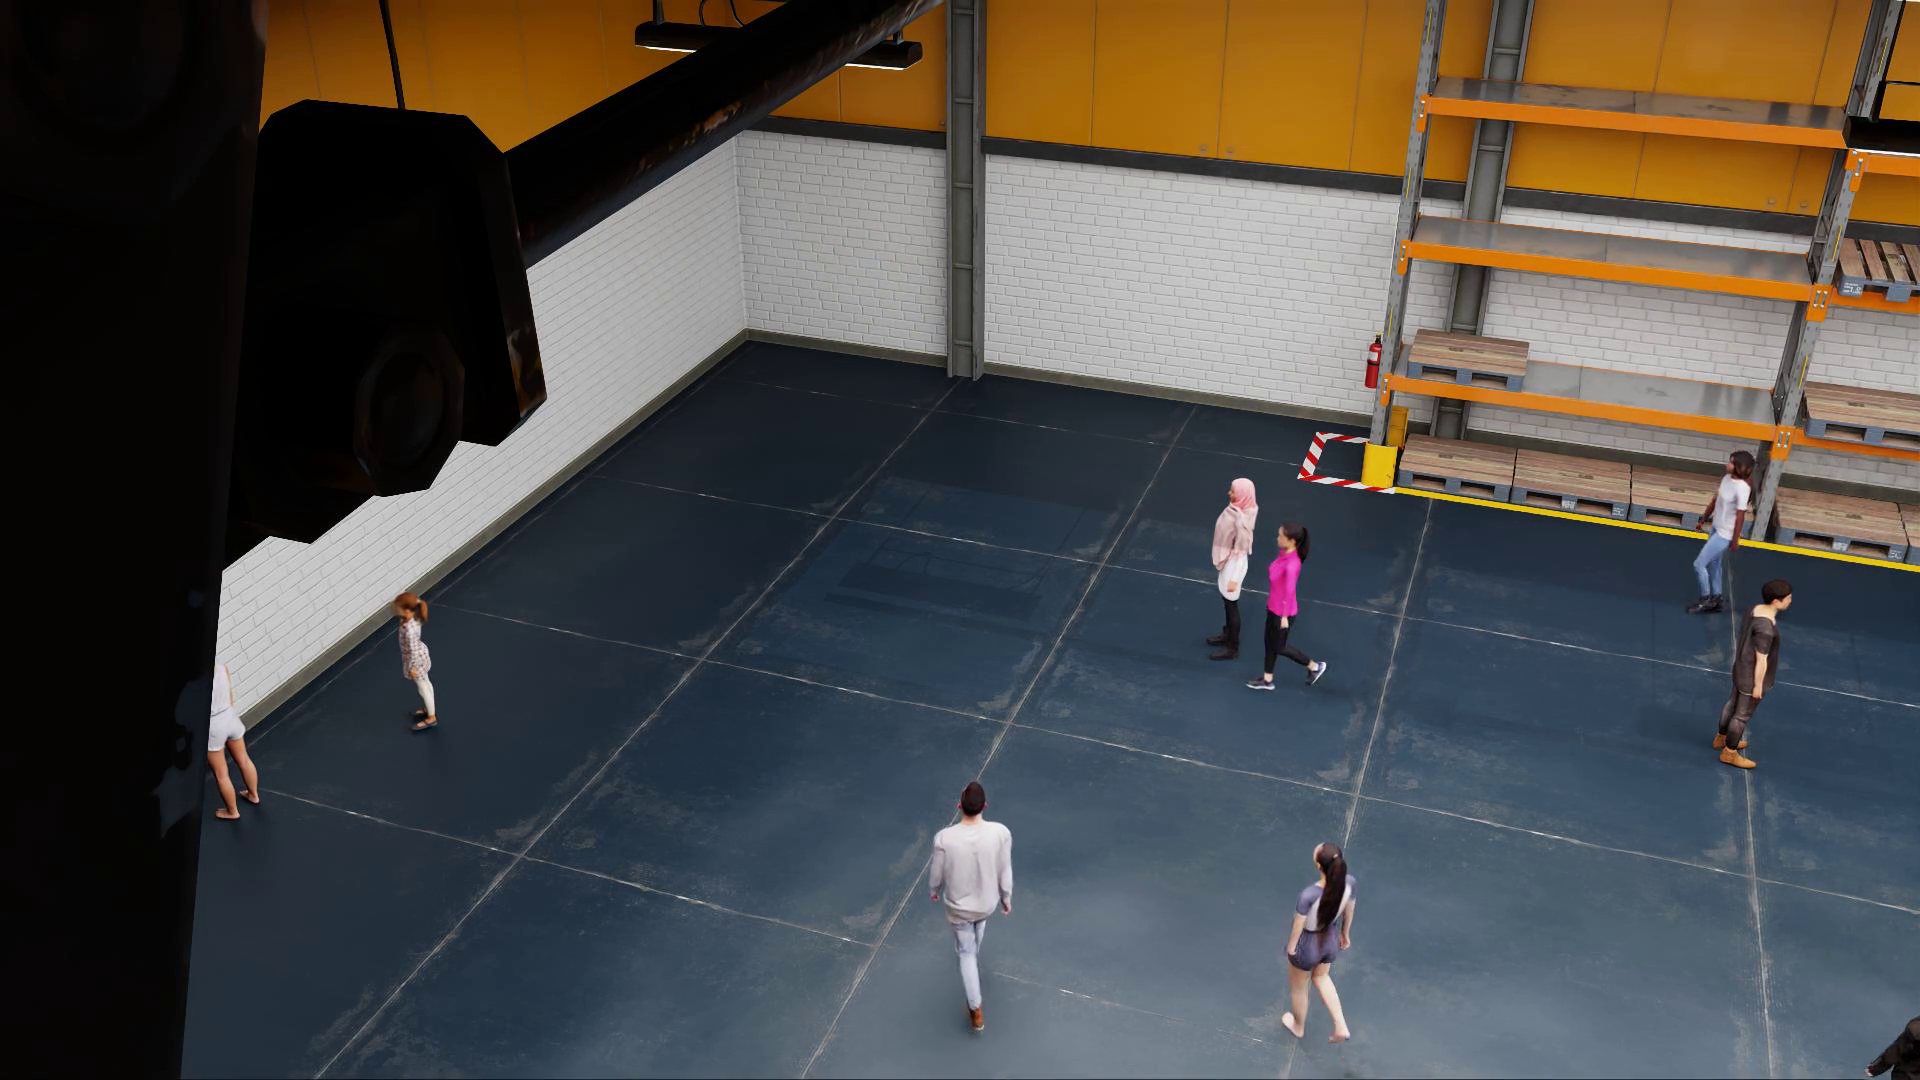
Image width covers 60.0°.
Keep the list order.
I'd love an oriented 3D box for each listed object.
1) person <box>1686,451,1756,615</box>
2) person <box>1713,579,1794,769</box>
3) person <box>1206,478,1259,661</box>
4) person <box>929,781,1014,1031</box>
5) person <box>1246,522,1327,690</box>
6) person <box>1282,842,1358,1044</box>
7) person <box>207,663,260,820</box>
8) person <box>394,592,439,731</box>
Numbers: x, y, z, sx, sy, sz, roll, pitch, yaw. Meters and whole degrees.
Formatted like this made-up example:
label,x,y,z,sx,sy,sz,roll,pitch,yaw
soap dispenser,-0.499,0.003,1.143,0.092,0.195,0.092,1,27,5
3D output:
label,x,y,z,sx,sy,sz,roll,pitch,yaw
person,7.297,-0.057,15.751,0.702,1.706,0.663,3,29,6
person,6.518,1.064,13.688,0.588,1.715,0.656,5,29,10
person,2.481,0.252,15.083,0.691,1.804,0.699,2,29,3
person,0.082,2.446,11.073,1.189,1.792,1.115,-4,29,-8
person,2.908,0.609,14.555,0.980,1.683,0.764,1,29,1
person,2.363,2.675,10.816,0.826,1.636,0.890,-14,31,-23
person,-5.831,1.467,13.060,0.548,1.607,0.585,13,31,22
person,-4.638,1.009,14.207,0.671,1.313,0.624,-8,30,-14
